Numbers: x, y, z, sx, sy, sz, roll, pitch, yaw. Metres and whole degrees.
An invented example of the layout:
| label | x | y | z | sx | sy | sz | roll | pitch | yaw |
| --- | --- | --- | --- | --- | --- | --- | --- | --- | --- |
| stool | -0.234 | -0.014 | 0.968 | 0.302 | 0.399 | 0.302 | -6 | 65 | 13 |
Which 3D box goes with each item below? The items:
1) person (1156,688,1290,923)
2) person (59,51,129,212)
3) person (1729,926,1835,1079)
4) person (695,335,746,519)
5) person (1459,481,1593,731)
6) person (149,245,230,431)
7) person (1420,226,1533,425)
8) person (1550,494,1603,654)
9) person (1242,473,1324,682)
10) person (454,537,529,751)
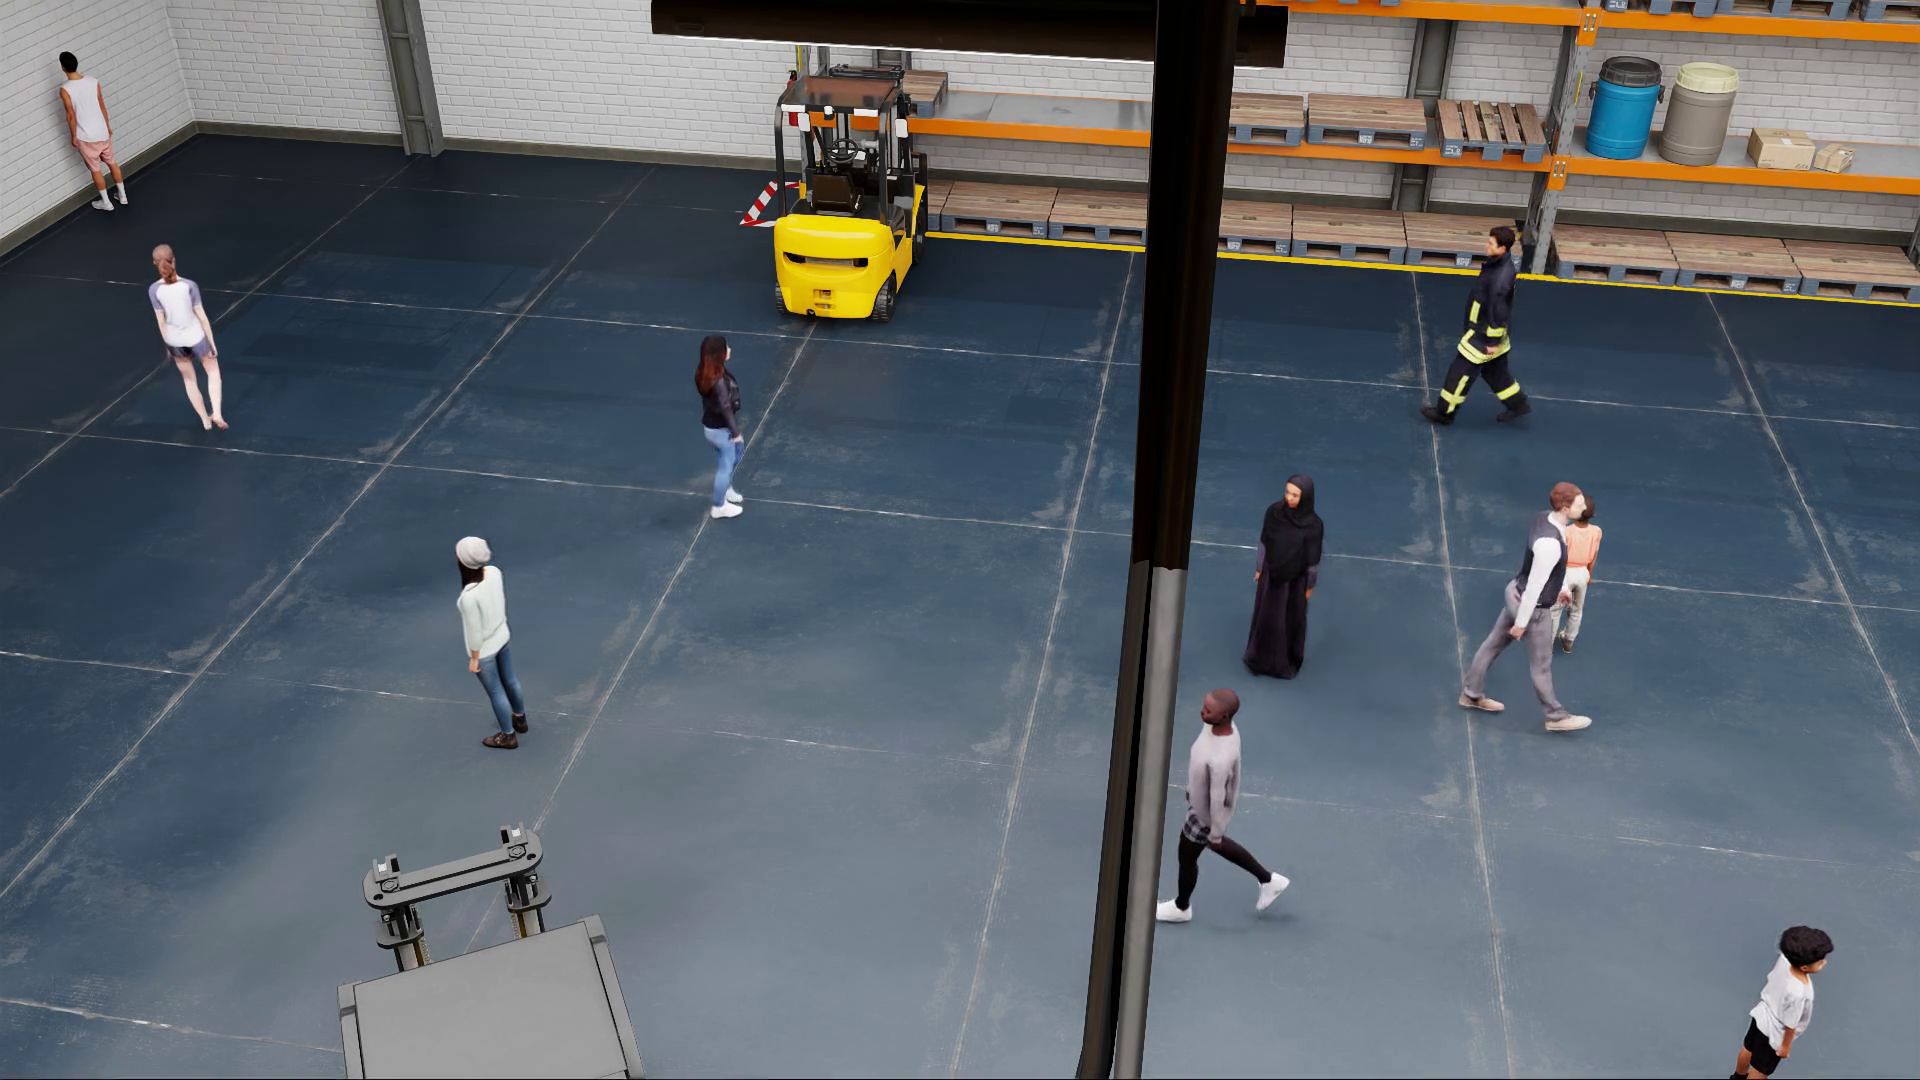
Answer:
| label | x | y | z | sx | sy | sz | roll | pitch | yaw |
| --- | --- | --- | --- | --- | --- | --- | --- | --- | --- |
| person | 1.539 | 1.547 | 9.583 | 1.062 | 1.752 | 0.641 | 4 | 34 | 6 |
| person | -9.847 | -4.634 | 18.847 | 0.704 | 1.789 | 0.720 | 19 | 38 | 26 |
| person | 4.239 | 2.480 | 8.623 | 0.472 | 1.260 | 0.478 | 5 | 34 | 8 |
| person | -1.995 | -0.892 | 13.369 | 0.783 | 1.621 | 0.763 | -13 | 36 | -19 |
| person | 3.716 | 0.410 | 11.155 | 1.083 | 1.905 | 0.688 | 6 | 34 | 9 |
| person | -6.718 | -1.695 | 14.455 | 0.818 | 1.757 | 0.821 | -11 | 35 | -15 |
| person | 4.696 | -1.828 | 14.535 | 1.206 | 1.891 | 0.831 | 8 | 34 | 12 |
| person | 4.386 | 0.248 | 11.936 | 0.462 | 1.309 | 0.581 | -2 | 34 | -2 |
| person | 2.300 | 0.234 | 11.682 | 0.664 | 1.615 | 0.760 | 22 | 40 | 30 |
| person | -3.118 | 0.671 | 10.998 | 0.505 | 1.644 | 0.590 | 9 | 35 | 13 |
